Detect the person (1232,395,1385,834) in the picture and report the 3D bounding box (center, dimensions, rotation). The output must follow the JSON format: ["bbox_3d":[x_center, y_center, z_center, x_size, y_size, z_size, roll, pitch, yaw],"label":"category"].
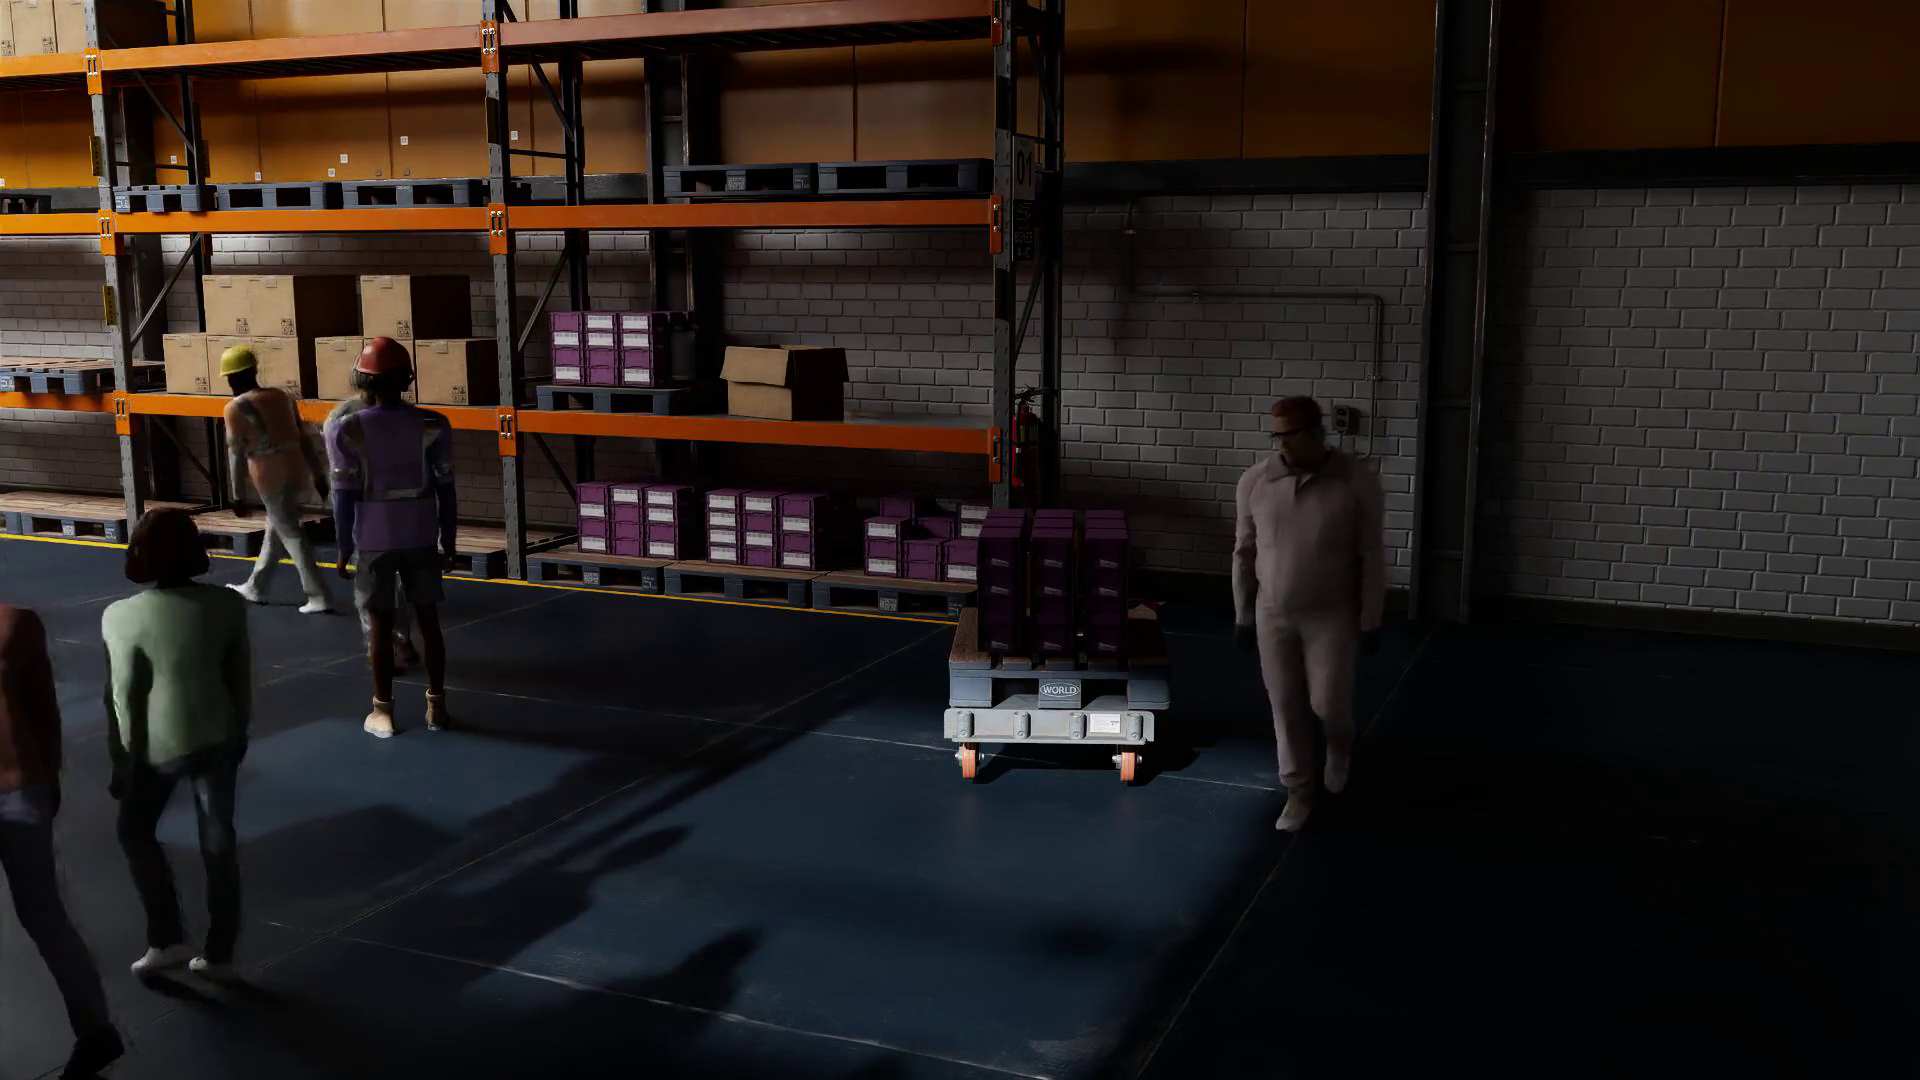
[{"bbox_3d":[1.510,0.302,7.186,0.652,1.878,0.567,5,10,25],"label":"person"}]

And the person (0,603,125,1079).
[{"bbox_3d":[-2.885,0.756,4.913,0.905,1.714,0.561,7,12,36],"label":"person"}]

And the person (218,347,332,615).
[{"bbox_3d":[-4.764,-0.408,11.508,1.017,1.841,0.627,3,10,18],"label":"person"}]

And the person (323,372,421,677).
[{"bbox_3d":[-3.363,-0.148,9.698,0.430,1.923,0.640,9,13,42],"label":"person"}]

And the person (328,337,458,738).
[{"bbox_3d":[-2.889,-0.012,8.526,0.613,2.047,0.363,-5,11,-28],"label":"person"}]

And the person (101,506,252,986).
[{"bbox_3d":[-2.627,0.691,5.574,0.482,1.616,0.532,7,12,37],"label":"person"}]
